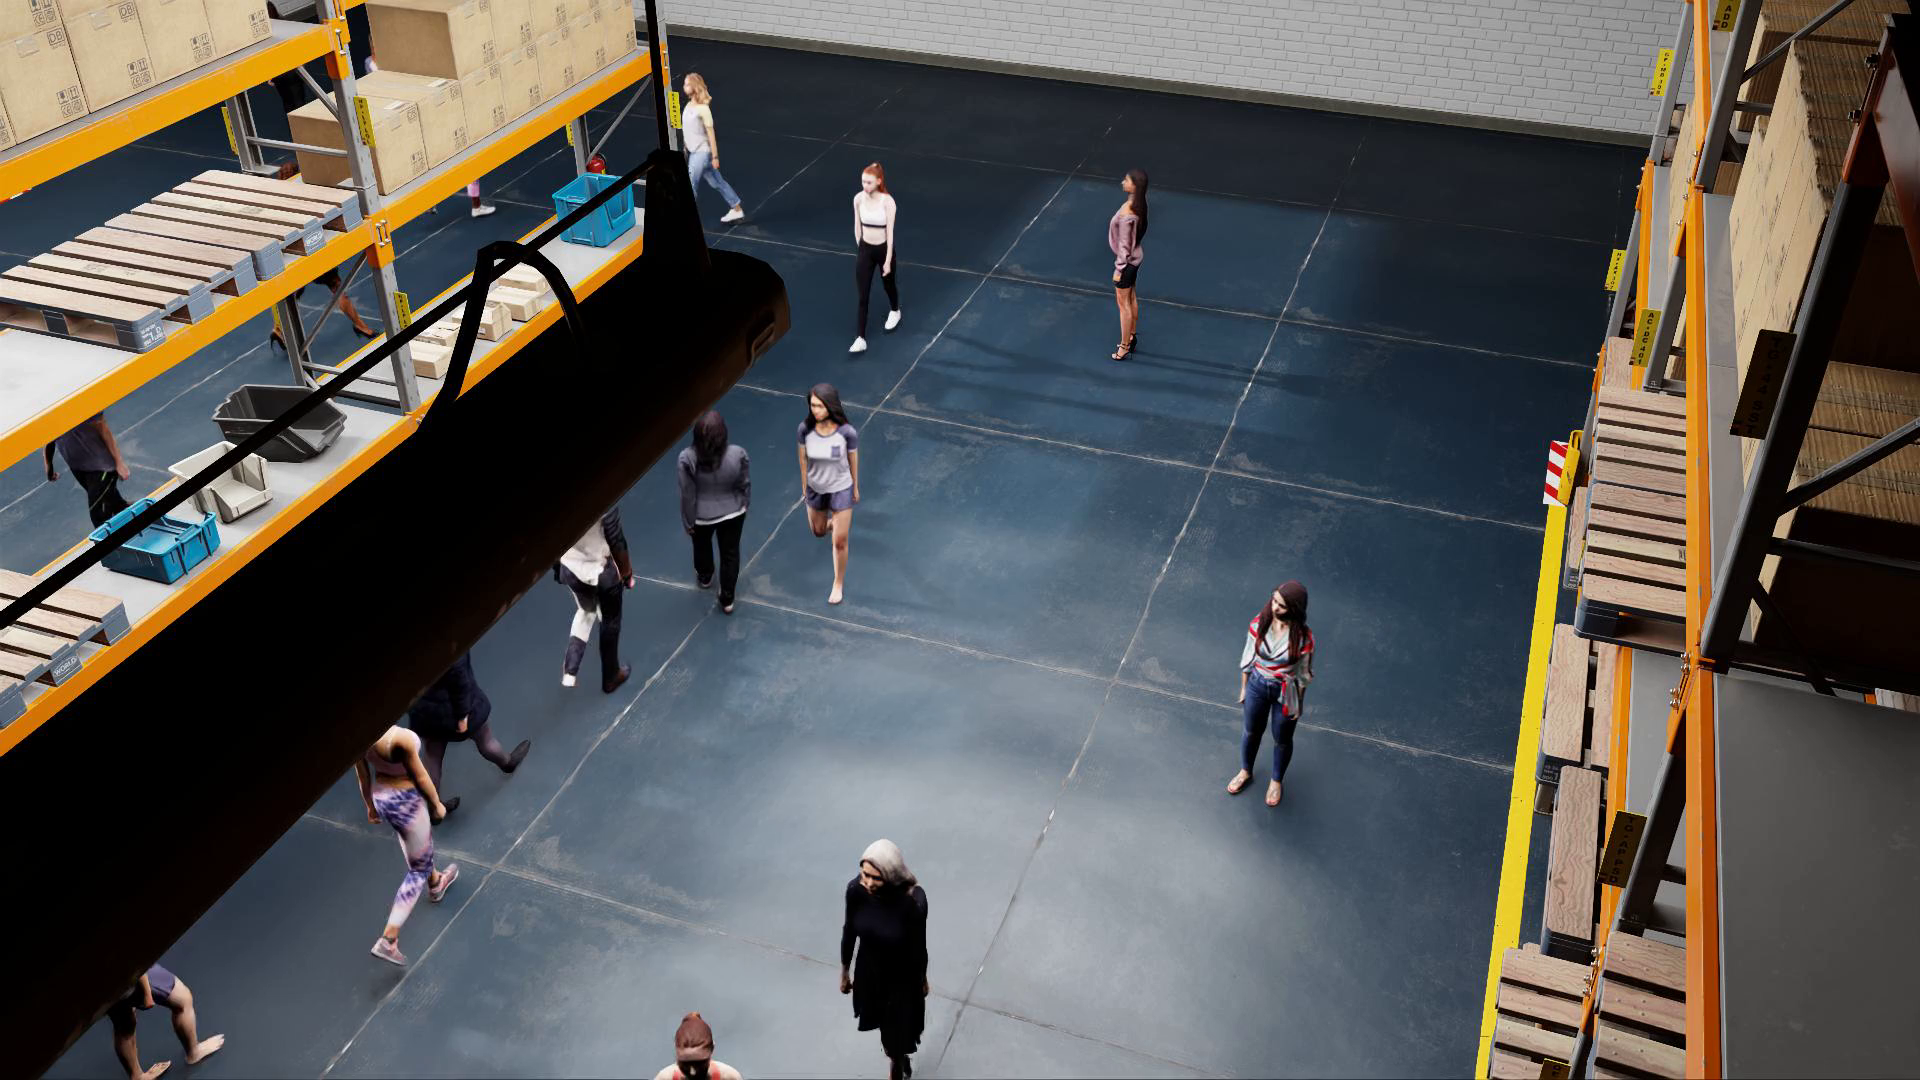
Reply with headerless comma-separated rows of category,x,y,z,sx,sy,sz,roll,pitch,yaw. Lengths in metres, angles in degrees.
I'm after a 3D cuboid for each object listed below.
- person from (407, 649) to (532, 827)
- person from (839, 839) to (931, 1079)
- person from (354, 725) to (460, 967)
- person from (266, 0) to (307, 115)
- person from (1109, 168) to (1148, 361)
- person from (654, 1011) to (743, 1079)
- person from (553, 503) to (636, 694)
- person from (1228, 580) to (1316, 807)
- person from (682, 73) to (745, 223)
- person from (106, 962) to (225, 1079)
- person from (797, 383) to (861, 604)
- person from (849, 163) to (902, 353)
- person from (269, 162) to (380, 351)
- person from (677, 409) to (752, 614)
person,-3.142,1.014,9.933,0.757,1.635,1.059,16,37,23
person,-0.321,2.100,8.210,0.630,1.733,0.643,13,36,18
person,-3.081,1.520,9.076,0.605,1.740,1.109,12,36,18
person,-7.989,-5.506,19.709,0.955,1.670,1.103,-9,35,-14
person,1.524,-2.486,15.040,0.692,1.811,0.472,13,36,19
person,-1.133,2.679,7.366,0.833,1.703,1.216,0,34,0
person,-2.440,0.268,10.833,0.677,1.880,0.784,10,35,14
person,1.916,0.907,10.114,0.612,1.612,0.549,17,37,23
person,-2.645,-4.067,17.548,1.243,1.668,1.124,-18,38,-25
person,-4.207,2.190,8.239,0.565,1.552,0.679,13,36,18
person,-0.920,-0.410,12.029,0.719,1.686,0.996,4,34,7
person,-0.716,-2.640,15.382,0.575,1.689,1.167,11,35,17
person,-6.028,-2.510,15.106,1.158,1.777,1.132,-13,36,-19
person,-1.717,-0.167,11.762,0.900,1.577,0.983,-9,35,-13
